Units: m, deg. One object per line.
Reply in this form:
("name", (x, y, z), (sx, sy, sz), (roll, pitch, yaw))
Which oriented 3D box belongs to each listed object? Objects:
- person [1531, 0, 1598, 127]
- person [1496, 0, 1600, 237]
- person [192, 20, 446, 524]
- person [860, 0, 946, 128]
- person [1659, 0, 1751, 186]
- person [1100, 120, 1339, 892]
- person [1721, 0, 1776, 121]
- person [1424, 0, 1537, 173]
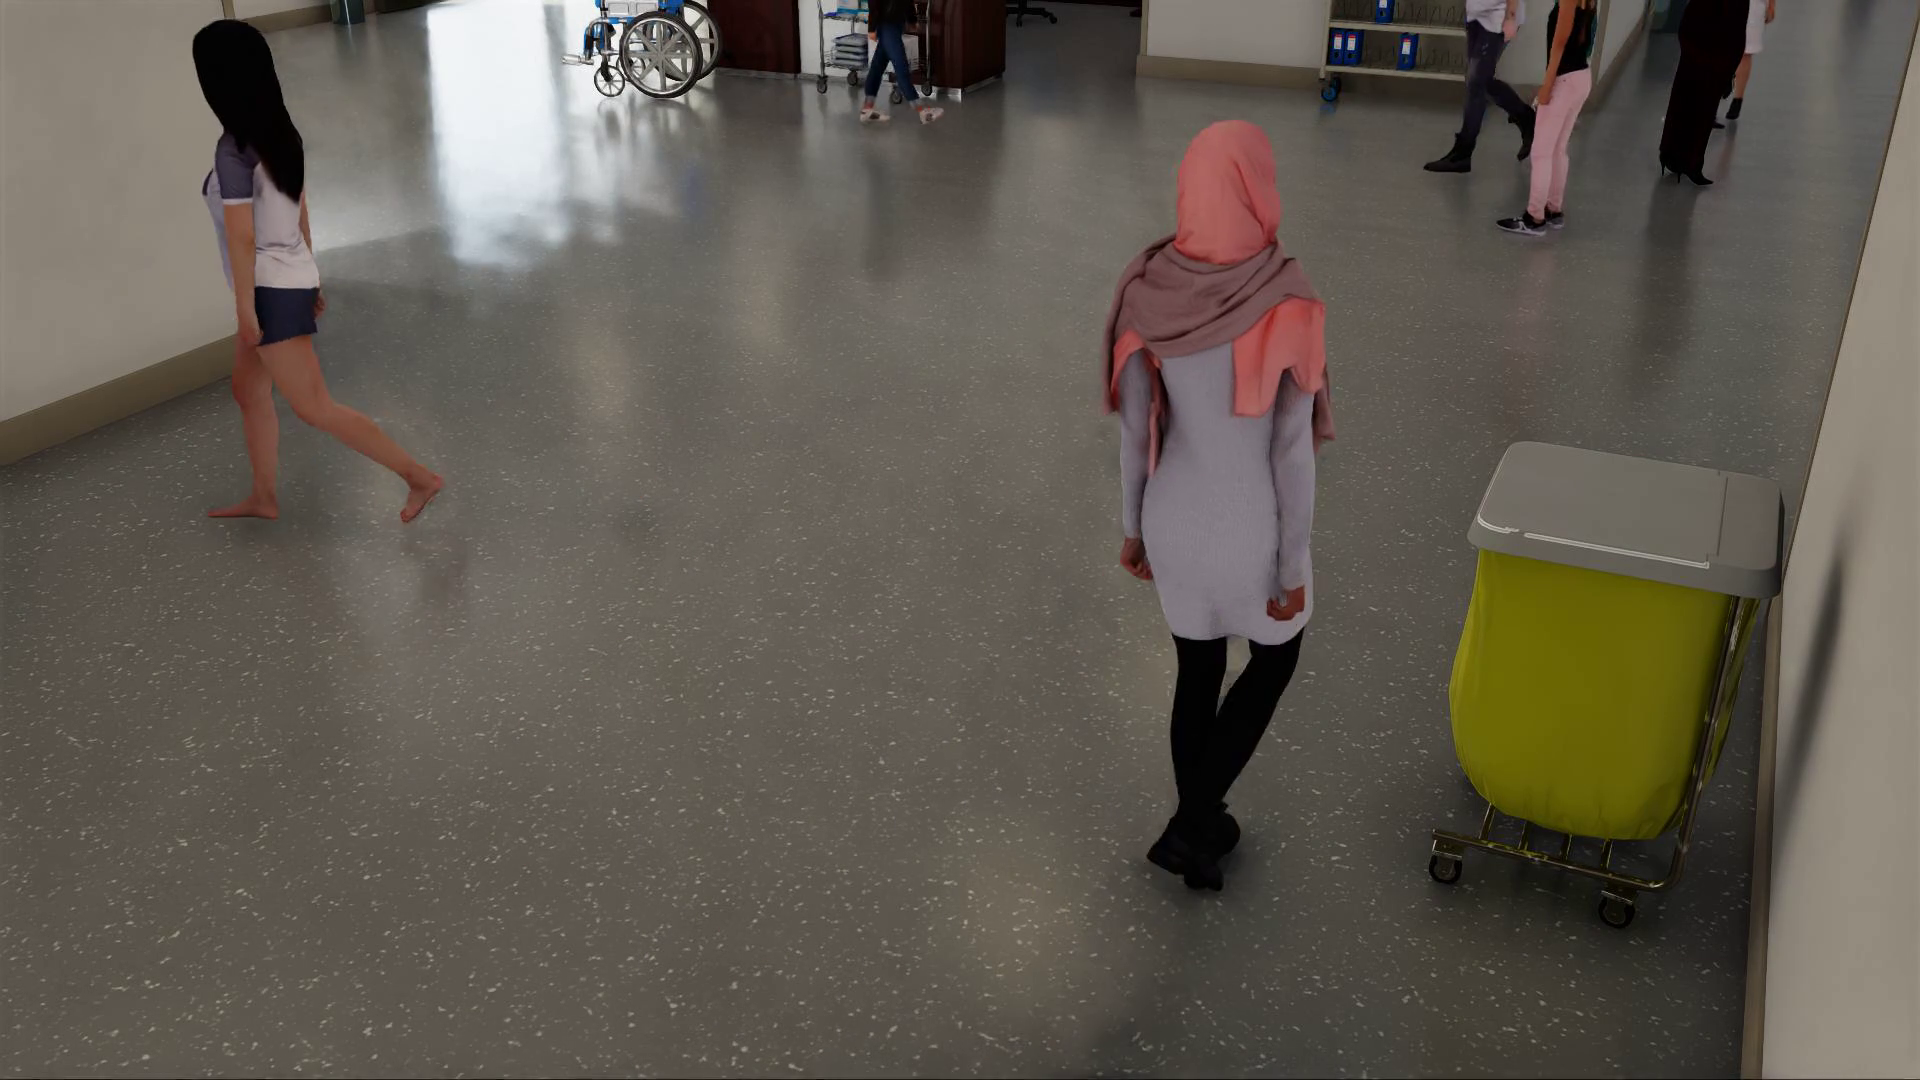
("person", (4.148, -3.658, 11.348), (0.798, 1.675, 0.727), (-1, 26, -1))
("person", (3.252, -2.435, 8.943), (0.632, 1.561, 0.622), (17, 31, 32))
("person", (-2.142, -0.789, 5.395), (1.159, 1.677, 0.905), (-1, 26, -1))
("person", (-0.548, -3.559, 11.400), (0.915, 1.452, 0.613), (9, 27, 19))
("person", (4.498, -3.044, 9.983), (0.753, 1.754, 0.756), (0, 26, 0))
("person", (0.525, 0.035, 3.552), (0.691, 1.794, 0.722), (15, 29, 28))
("person", (5.511, -3.789, 11.774), (0.722, 1.541, 0.765), (14, 29, 27))
("person", (3.357, -3.180, 10.209), (1.247, 1.803, 1.130), (-7, 27, -14))
